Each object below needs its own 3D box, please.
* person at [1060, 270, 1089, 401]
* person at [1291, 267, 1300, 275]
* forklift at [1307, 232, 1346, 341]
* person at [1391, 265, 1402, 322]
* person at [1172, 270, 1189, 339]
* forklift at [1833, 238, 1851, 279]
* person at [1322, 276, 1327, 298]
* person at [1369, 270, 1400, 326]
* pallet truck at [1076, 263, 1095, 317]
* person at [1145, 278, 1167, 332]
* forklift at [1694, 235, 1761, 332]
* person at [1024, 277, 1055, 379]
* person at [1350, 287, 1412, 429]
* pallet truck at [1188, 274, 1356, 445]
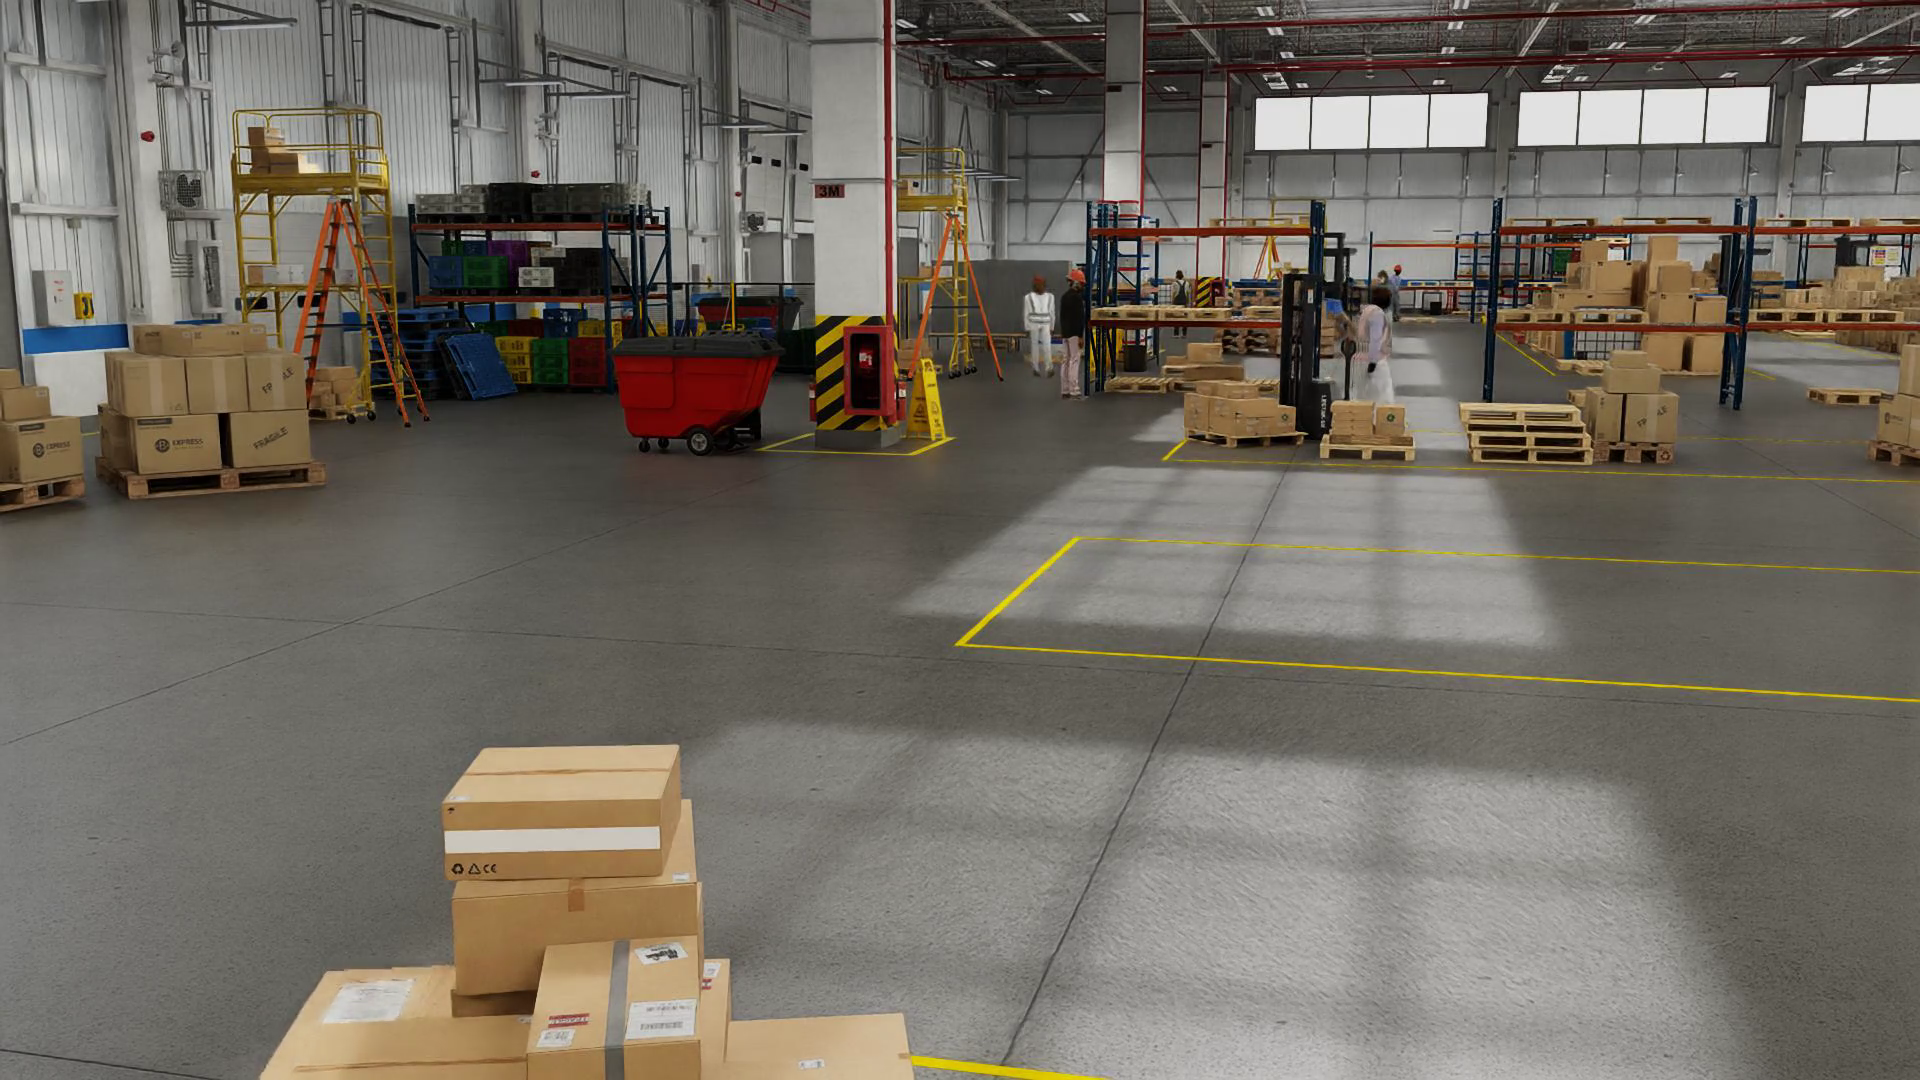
[{"bbox_3d":[1.740,-3.120,25.399,0.387,1.989,0.608,-4,10,-22],"label":"person"},{"bbox_3d":[9.569,-6.885,47.829,0.638,1.910,0.916,1,10,3],"label":"person"},{"bbox_3d":[9.557,-6.653,43.579,1.129,2.768,1.873,5,11,29],"label":"forklift"},{"bbox_3d":[14.827,-8.372,56.473,0.373,1.935,0.552,7,12,35],"label":"person"},{"bbox_3d":[5.921,-6.341,44.802,0.504,1.839,0.344,-3,10,-17],"label":"person"},{"bbox_3d":[29.154,-8.614,55.122,1.873,2.768,1.129,7,12,34],"label":"forklift"},{"bbox_3d":[9.502,-6.136,43.878,0.295,1.744,0.488,6,11,32],"label":"person"},{"bbox_3d":[9.245,-4.941,36.389,0.638,1.891,0.966,6,11,31],"label":"person"},{"bbox_3d":[4.325,-8.180,55.162,0.823,1.965,1.885,6,11,31],"label":"pallet truck"},{"bbox_3d":[5.595,-6.797,48.207,0.881,1.591,0.540,3,10,18],"label":"person"},{"bbox_3d":[22.425,-7.519,48.677,1.873,2.768,1.129,2,10,14],"label":"forklift"},{"bbox_3d":[1.466,-3.843,30.114,0.589,1.826,0.997,-2,10,-10],"label":"person"},{"bbox_3d":[5.318,-2.281,20.995,0.864,1.803,0.640,-1,10,-6],"label":"person"},{"bbox_3d":[3.653,-2.138,19.590,1.885,1.965,0.823,-4,10,-20],"label":"pallet truck"}]
